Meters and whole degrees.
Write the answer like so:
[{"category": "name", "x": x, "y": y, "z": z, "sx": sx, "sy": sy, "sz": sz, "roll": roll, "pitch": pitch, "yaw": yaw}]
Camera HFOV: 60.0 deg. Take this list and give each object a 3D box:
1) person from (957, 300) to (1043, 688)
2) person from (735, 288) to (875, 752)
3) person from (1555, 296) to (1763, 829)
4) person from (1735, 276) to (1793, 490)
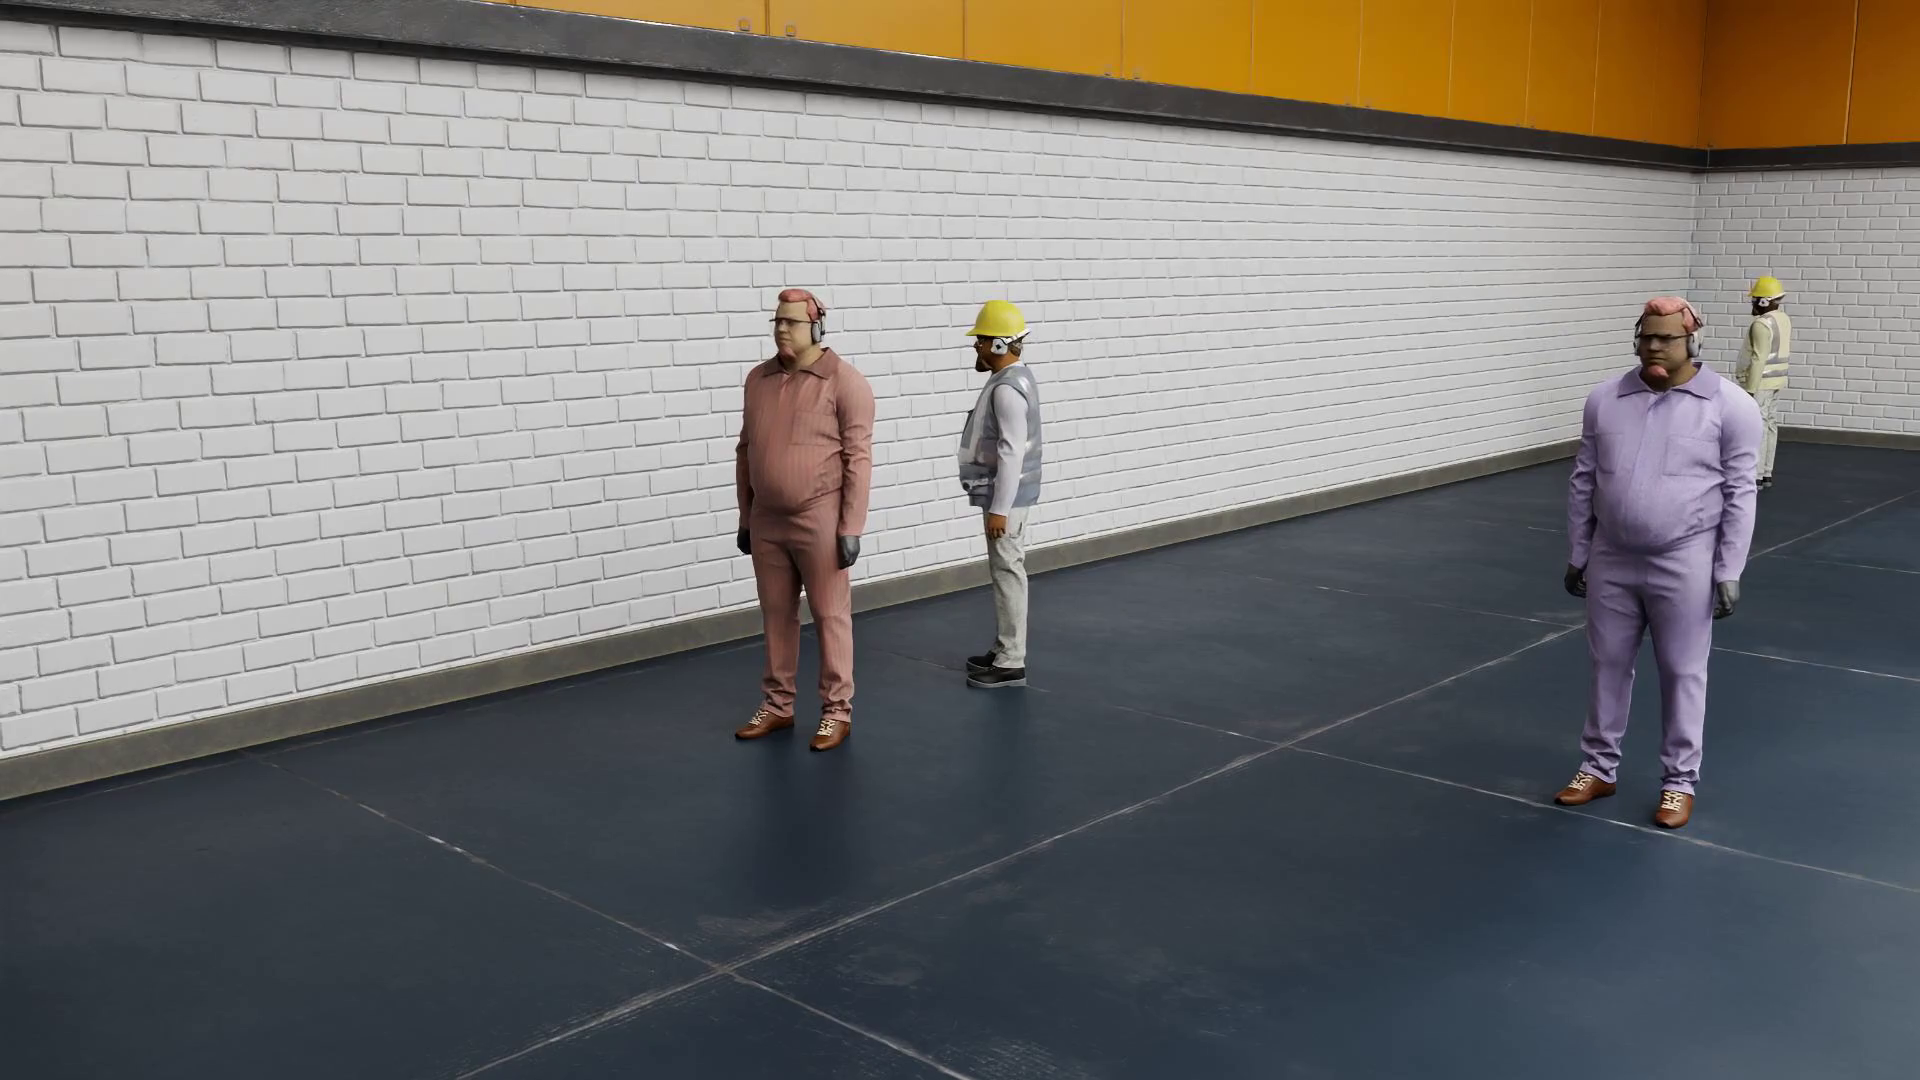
[{"category": "person", "x": 0.190, "y": -0.218, "z": 7.916, "sx": 0.404, "sy": 1.833, "sz": 0.592, "roll": 0, "pitch": 10, "yaw": 2}, {"category": "person", "x": -0.676, "y": -0.084, "z": 6.932, "sx": 0.643, "sy": 1.913, "sz": 0.410, "roll": 5, "pitch": 11, "yaw": 28}, {"category": "person", "x": 2.501, "y": 0.077, "z": 6.028, "sx": 0.652, "sy": 1.905, "sz": 0.408, "roll": 9, "pitch": 13, "yaw": 42}, {"category": "person", "x": 6.913, "y": -1.353, "z": 14.367, "sx": 0.404, "sy": 1.836, "sz": 0.586, "roll": 9, "pitch": 14, "yaw": 43}]
